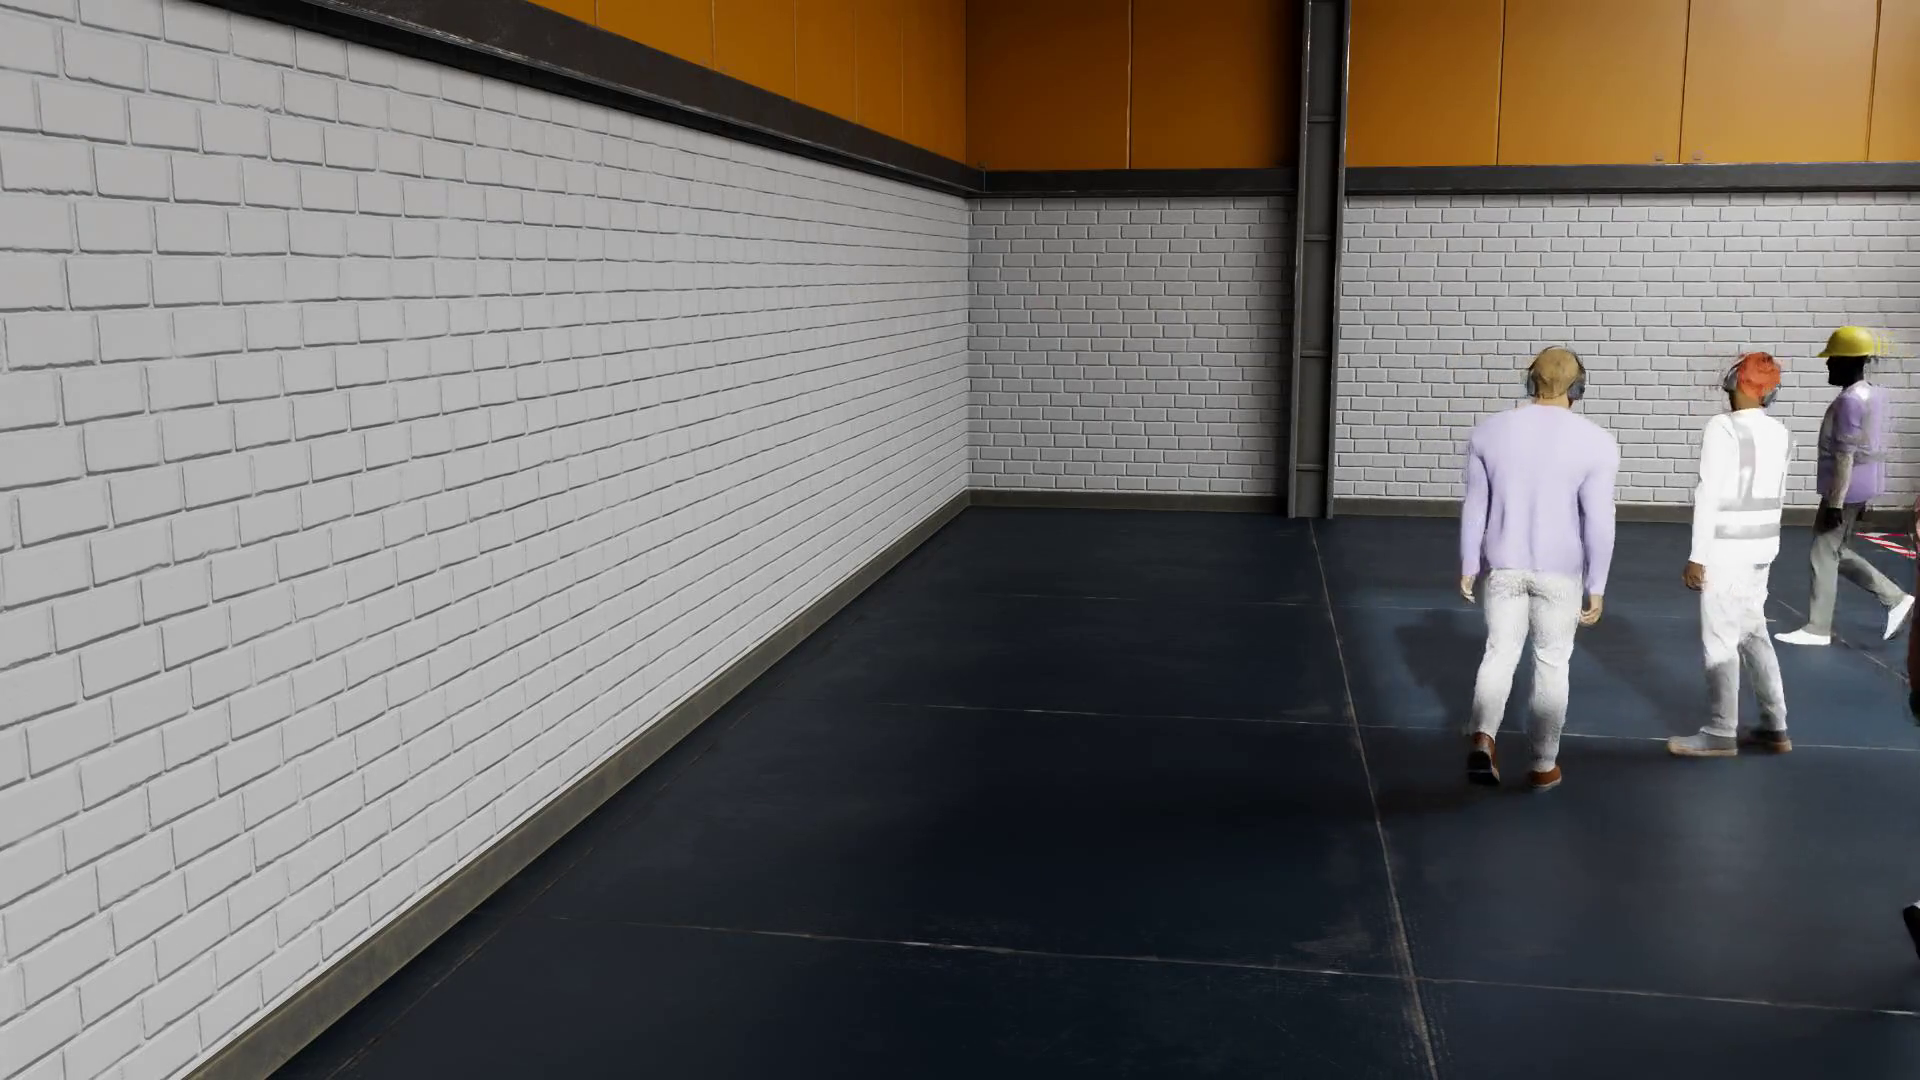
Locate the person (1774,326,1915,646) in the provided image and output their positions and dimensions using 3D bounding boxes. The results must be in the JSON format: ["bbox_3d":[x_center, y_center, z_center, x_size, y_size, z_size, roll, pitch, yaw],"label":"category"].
[{"bbox_3d":[5.234,-0.293,9.718,0.659,1.909,0.590,6,11,34],"label":"person"}]

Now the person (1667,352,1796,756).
[{"bbox_3d":[3.578,0.083,7.569,0.659,1.860,0.406,-7,11,-35],"label":"person"}]

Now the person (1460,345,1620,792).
[{"bbox_3d":[2.384,0.146,6.983,0.656,1.914,0.639,6,11,34],"label":"person"}]

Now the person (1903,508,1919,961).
[{"bbox_3d":[3.151,0.468,5.078,0.627,1.882,0.654,-4,10,-24],"label":"person"}]
